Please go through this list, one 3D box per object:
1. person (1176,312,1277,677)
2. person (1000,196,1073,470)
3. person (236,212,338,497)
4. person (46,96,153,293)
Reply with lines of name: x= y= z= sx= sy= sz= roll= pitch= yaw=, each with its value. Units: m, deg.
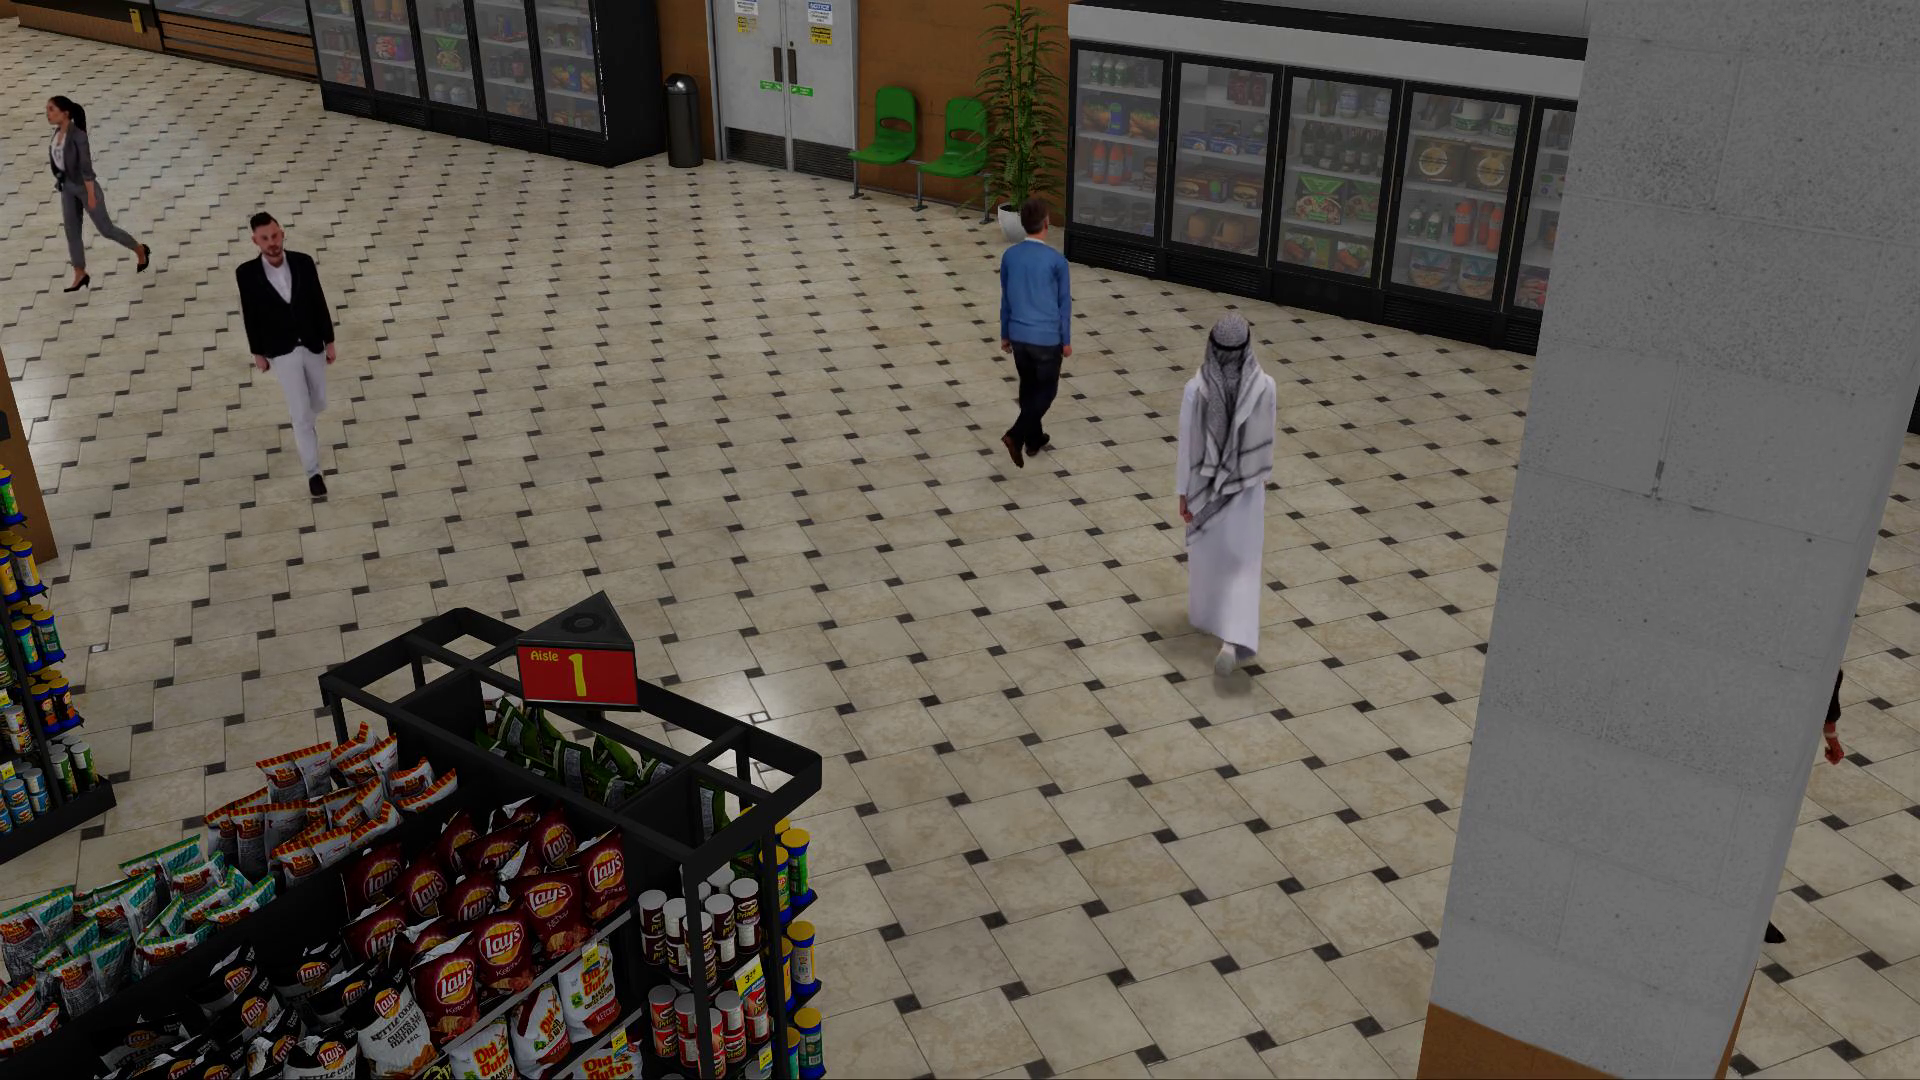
person: x=1.387 y=-0.210 z=8.642 sx=1.022 sy=1.895 sz=1.248 roll=3 pitch=27 yaw=5
person: x=0.469 y=-1.331 z=10.958 sx=0.668 sy=1.800 sz=0.964 roll=16 pitch=31 yaw=28
person: x=-4.316 y=-1.239 z=10.759 sx=1.138 sy=1.816 sz=0.982 roll=-17 pitch=31 yaw=-29
person: x=-7.513 y=-2.998 z=14.416 sx=0.617 sy=1.644 sz=1.039 roll=17 pitch=31 yaw=30
